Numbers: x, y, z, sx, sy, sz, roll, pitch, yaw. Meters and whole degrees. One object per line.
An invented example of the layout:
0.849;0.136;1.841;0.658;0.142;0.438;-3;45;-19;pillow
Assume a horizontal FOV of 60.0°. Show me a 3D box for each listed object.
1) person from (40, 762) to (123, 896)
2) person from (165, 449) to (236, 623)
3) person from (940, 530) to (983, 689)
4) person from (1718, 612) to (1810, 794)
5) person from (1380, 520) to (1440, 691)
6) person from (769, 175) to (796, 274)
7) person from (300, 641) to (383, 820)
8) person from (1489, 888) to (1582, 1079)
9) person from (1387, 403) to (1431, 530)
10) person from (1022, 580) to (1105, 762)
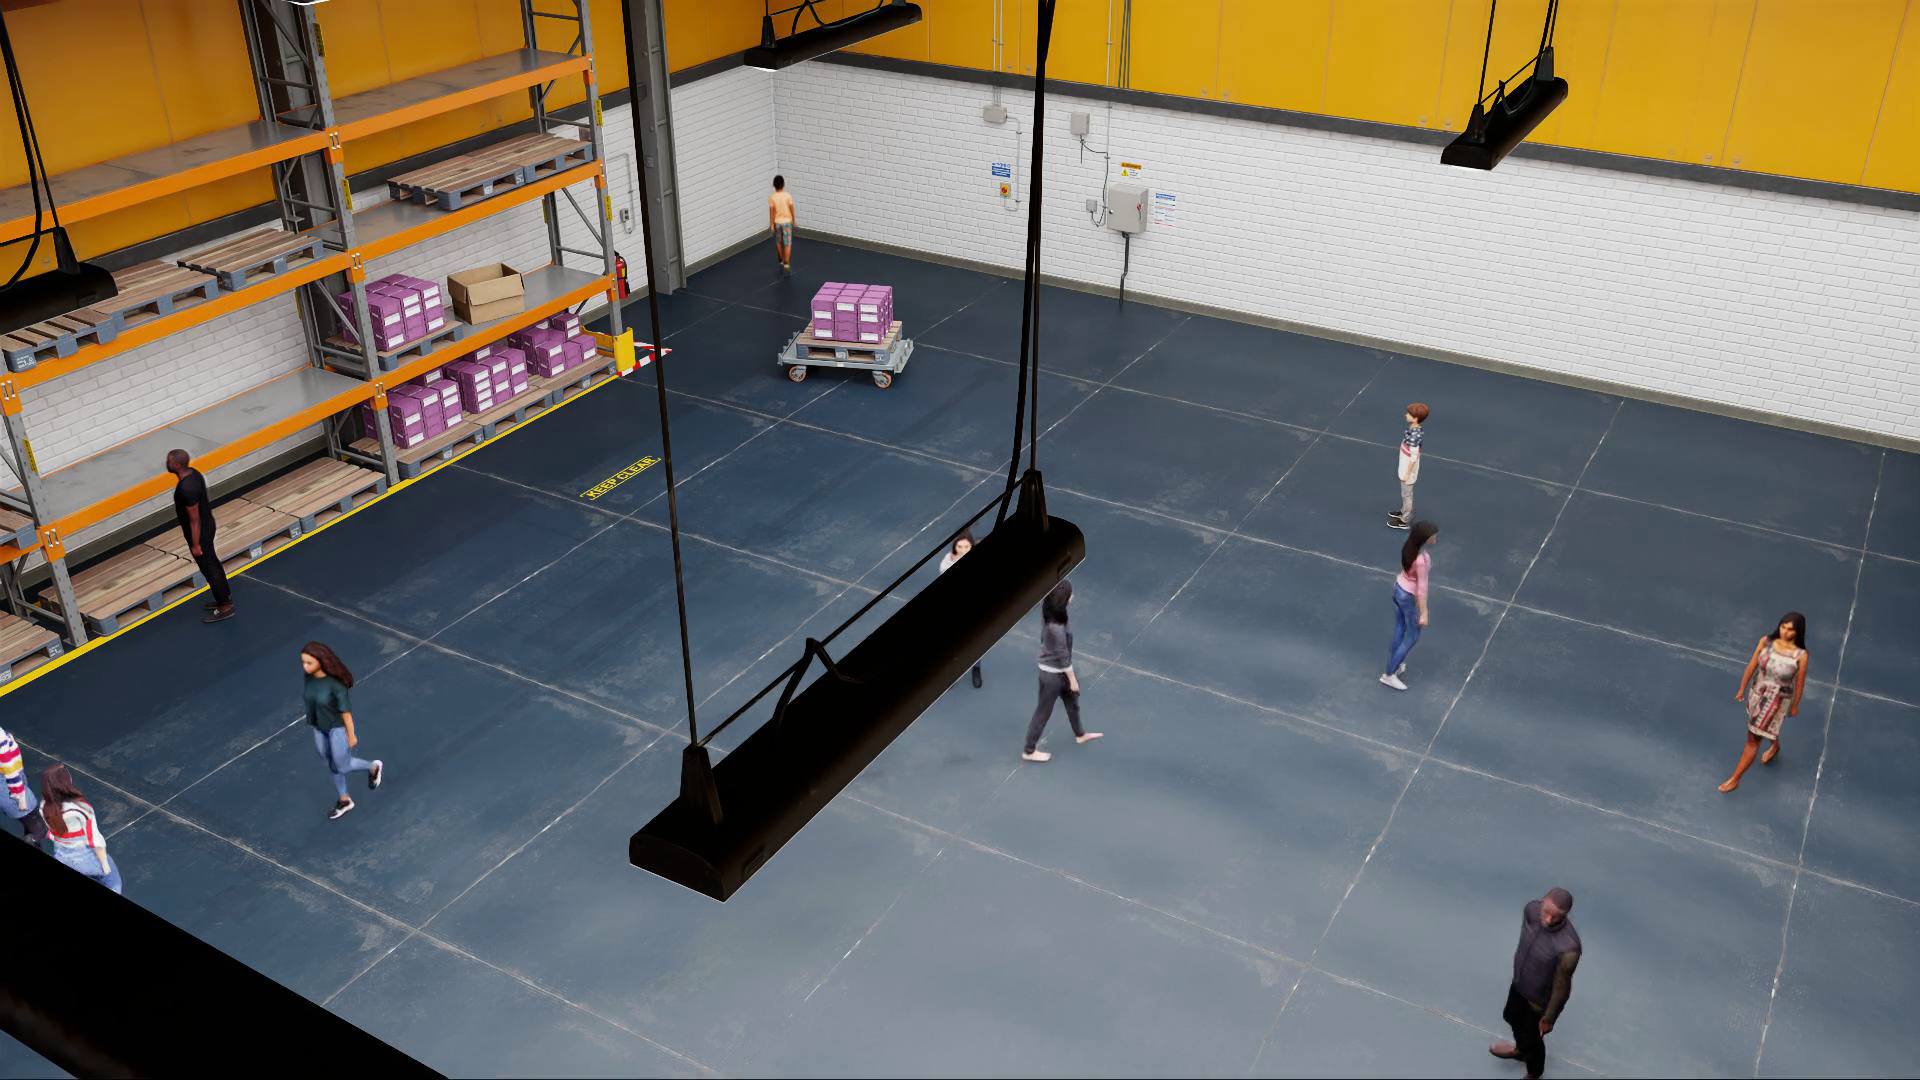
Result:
-6.378;2.354;11.962;0.698;1.603;0.702;1;29;2;person
-7.385;-0.060;16.163;0.778;1.819;0.734;-9;30;-16;person
0.028;0.612;15.128;0.677;1.630;0.673;0;29;0;person
6.814;1.295;13.906;1.230;1.600;0.949;-19;34;-31;person
4.104;0.512;15.218;0.805;1.720;0.719;-11;31;-20;person
-2.682;-4.778;25.204;0.817;1.444;1.030;1;29;2;person
-5.050;1.492;13.542;0.586;1.604;0.774;15;32;25;person
3.772;2.895;10.764;0.951;1.800;0.883;0;29;0;person
4.858;-0.820;17.952;0.621;1.439;0.495;8;30;14;person
0.702;1.133;14.064;1.037;1.735;1.017;-5;29;-9;person
